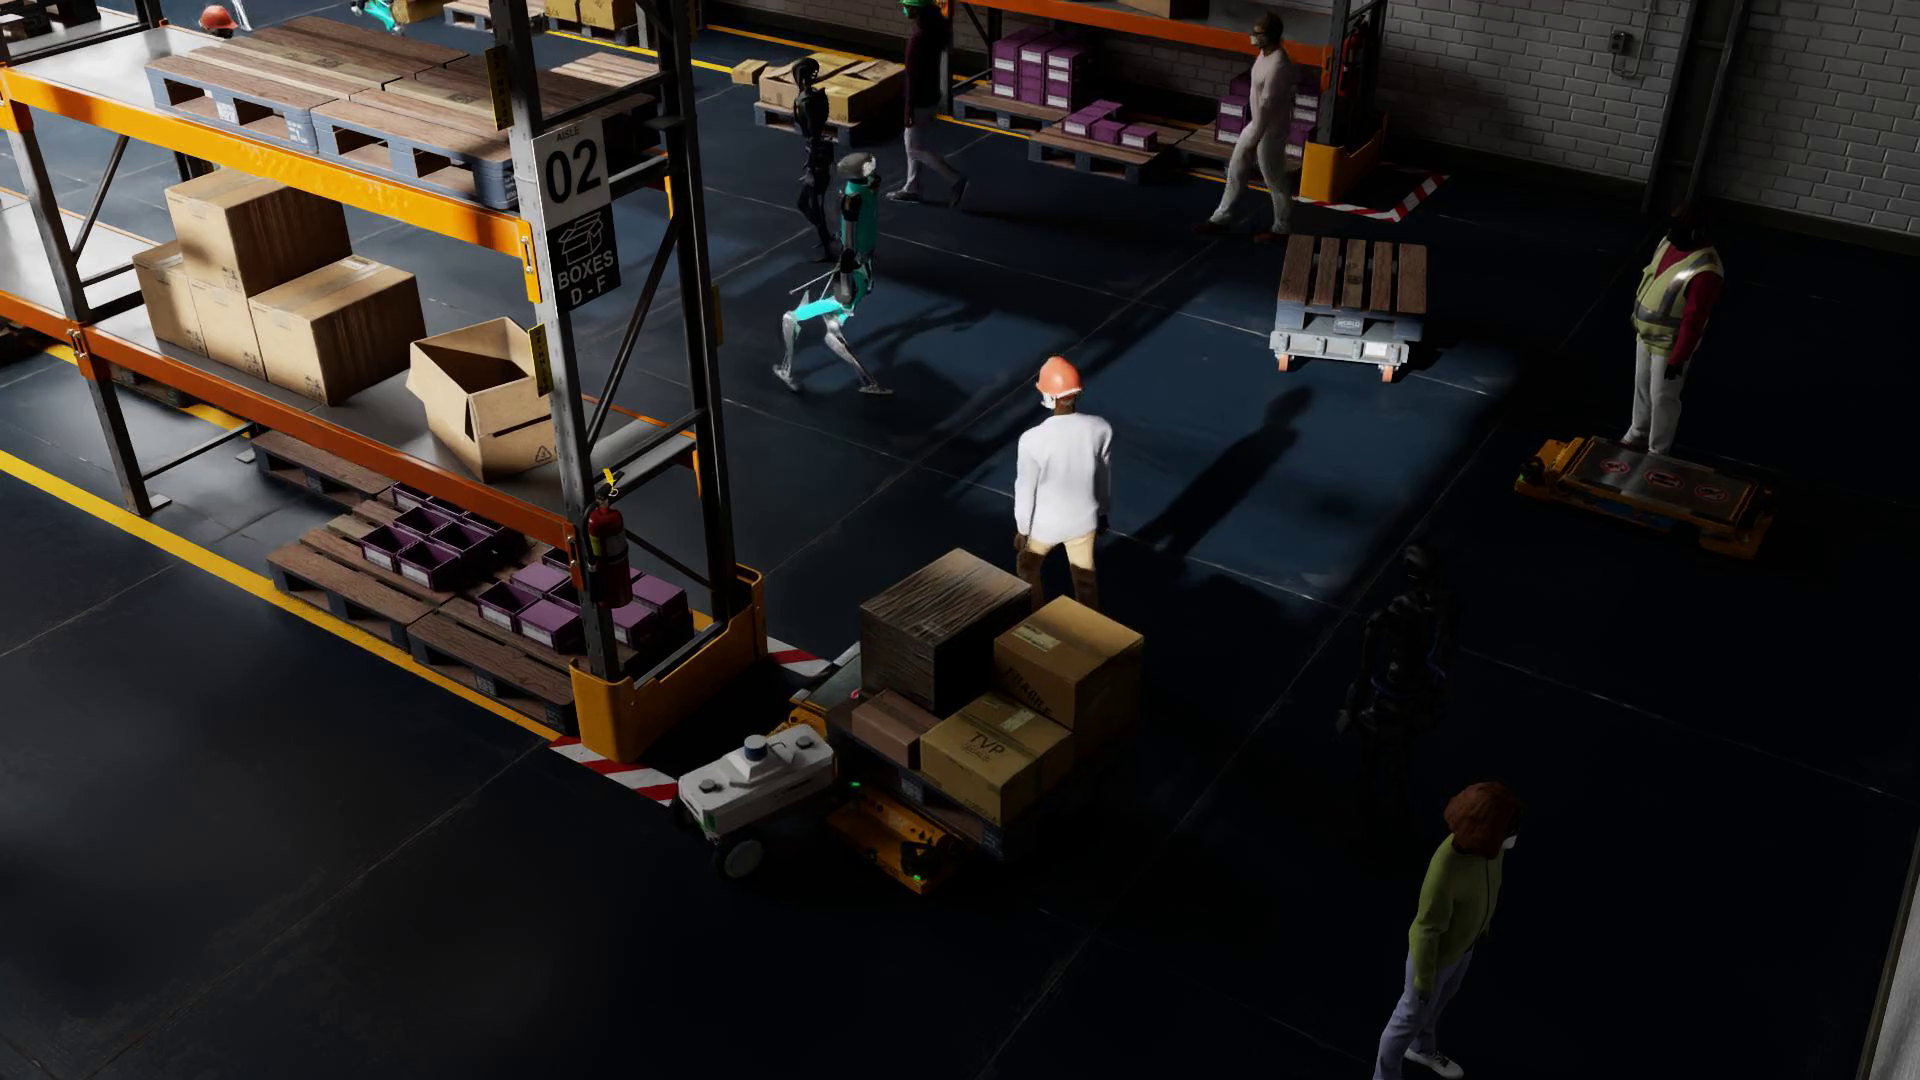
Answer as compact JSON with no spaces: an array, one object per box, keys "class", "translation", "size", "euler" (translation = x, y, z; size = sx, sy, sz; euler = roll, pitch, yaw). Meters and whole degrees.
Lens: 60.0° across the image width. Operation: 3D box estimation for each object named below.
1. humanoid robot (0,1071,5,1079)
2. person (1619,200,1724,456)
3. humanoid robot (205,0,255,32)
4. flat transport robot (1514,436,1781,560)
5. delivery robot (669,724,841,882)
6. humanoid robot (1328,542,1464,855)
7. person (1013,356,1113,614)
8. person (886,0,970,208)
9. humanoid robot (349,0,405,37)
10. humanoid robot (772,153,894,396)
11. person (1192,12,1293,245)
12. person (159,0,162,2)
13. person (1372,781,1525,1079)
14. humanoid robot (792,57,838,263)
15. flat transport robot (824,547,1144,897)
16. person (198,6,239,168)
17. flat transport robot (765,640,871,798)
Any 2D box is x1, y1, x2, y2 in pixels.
[{"class":"humanoid robot","translation":[-3.615,1.783,5.837],"size":[0.328,1.646,0.588],"euler":[-20,38,-28]},{"class":"person","translation":[4.379,-1.243,10.355],"size":[0.431,1.838,0.624],"euler":[-1,33,-2]},{"class":"humanoid robot","translation":[-8.461,-6.673,18.801],"size":[0.912,1.789,0.540],"euler":[27,41,34]},{"class":"flat transport robot","translation":[4.268,-0.301,10.336],"size":[1.431,0.231,0.659],"euler":[21,38,28]},{"class":"delivery robot","translation":[-0.965,1.192,7.796],"size":[0.803,0.614,0.499],"euler":[-22,39,-30]},{"class":"humanoid robot","translation":[1.953,0.722,7.471],"size":[0.609,1.656,0.341],"euler":[-16,36,-23]},{"class":"person","translation":[0.529,-0.141,8.758],"size":[0.578,1.725,0.508],"euler":[-16,36,-22]},{"class":"person","translation":[-0.284,-3.743,14.106],"size":[0.730,1.924,0.500],"euler":[10,34,15]},{"class":"humanoid robot","translation":[-5.913,-5.548,17.103],"size":[1.033,1.768,0.550],"euler":[23,39,31]},{"class":"humanoid robot","translation":[-0.975,-1.790,11.296],"size":[0.957,1.767,0.534],"euler":[8,34,12]},{"class":"person","translation":[2.348,-3.278,13.422],"size":[0.928,1.900,0.645],"euler":[-2,33,-2]},{"class":"person","translation":[-9.755,-7.330,19.772],"size":[0.426,1.759,0.746],"euler":[9,34,14]},{"class":"person","translation":[1.846,1.535,6.270],"size":[0.285,1.626,0.495],"euler":[27,42,35]},{"class":"humanoid robot","translation":[-1.157,-2.988,13.176],"size":[0.338,1.650,0.615],"euler":[-2,33,-3]},{"class":"flat transport robot","translation":[0.076,1.148,8.108],"size":[0.659,0.231,1.431],"euler":[27,42,35]},{"class":"person","translation":[-6.109,-3.685,14.192],"size":[0.722,1.723,0.571],"euler":[-2,33,-4]},{"class":"flat transport robot","translation":[-0.350,0.787,8.663],"size":[0.659,0.231,1.431],"euler":[20,38,27]}]
